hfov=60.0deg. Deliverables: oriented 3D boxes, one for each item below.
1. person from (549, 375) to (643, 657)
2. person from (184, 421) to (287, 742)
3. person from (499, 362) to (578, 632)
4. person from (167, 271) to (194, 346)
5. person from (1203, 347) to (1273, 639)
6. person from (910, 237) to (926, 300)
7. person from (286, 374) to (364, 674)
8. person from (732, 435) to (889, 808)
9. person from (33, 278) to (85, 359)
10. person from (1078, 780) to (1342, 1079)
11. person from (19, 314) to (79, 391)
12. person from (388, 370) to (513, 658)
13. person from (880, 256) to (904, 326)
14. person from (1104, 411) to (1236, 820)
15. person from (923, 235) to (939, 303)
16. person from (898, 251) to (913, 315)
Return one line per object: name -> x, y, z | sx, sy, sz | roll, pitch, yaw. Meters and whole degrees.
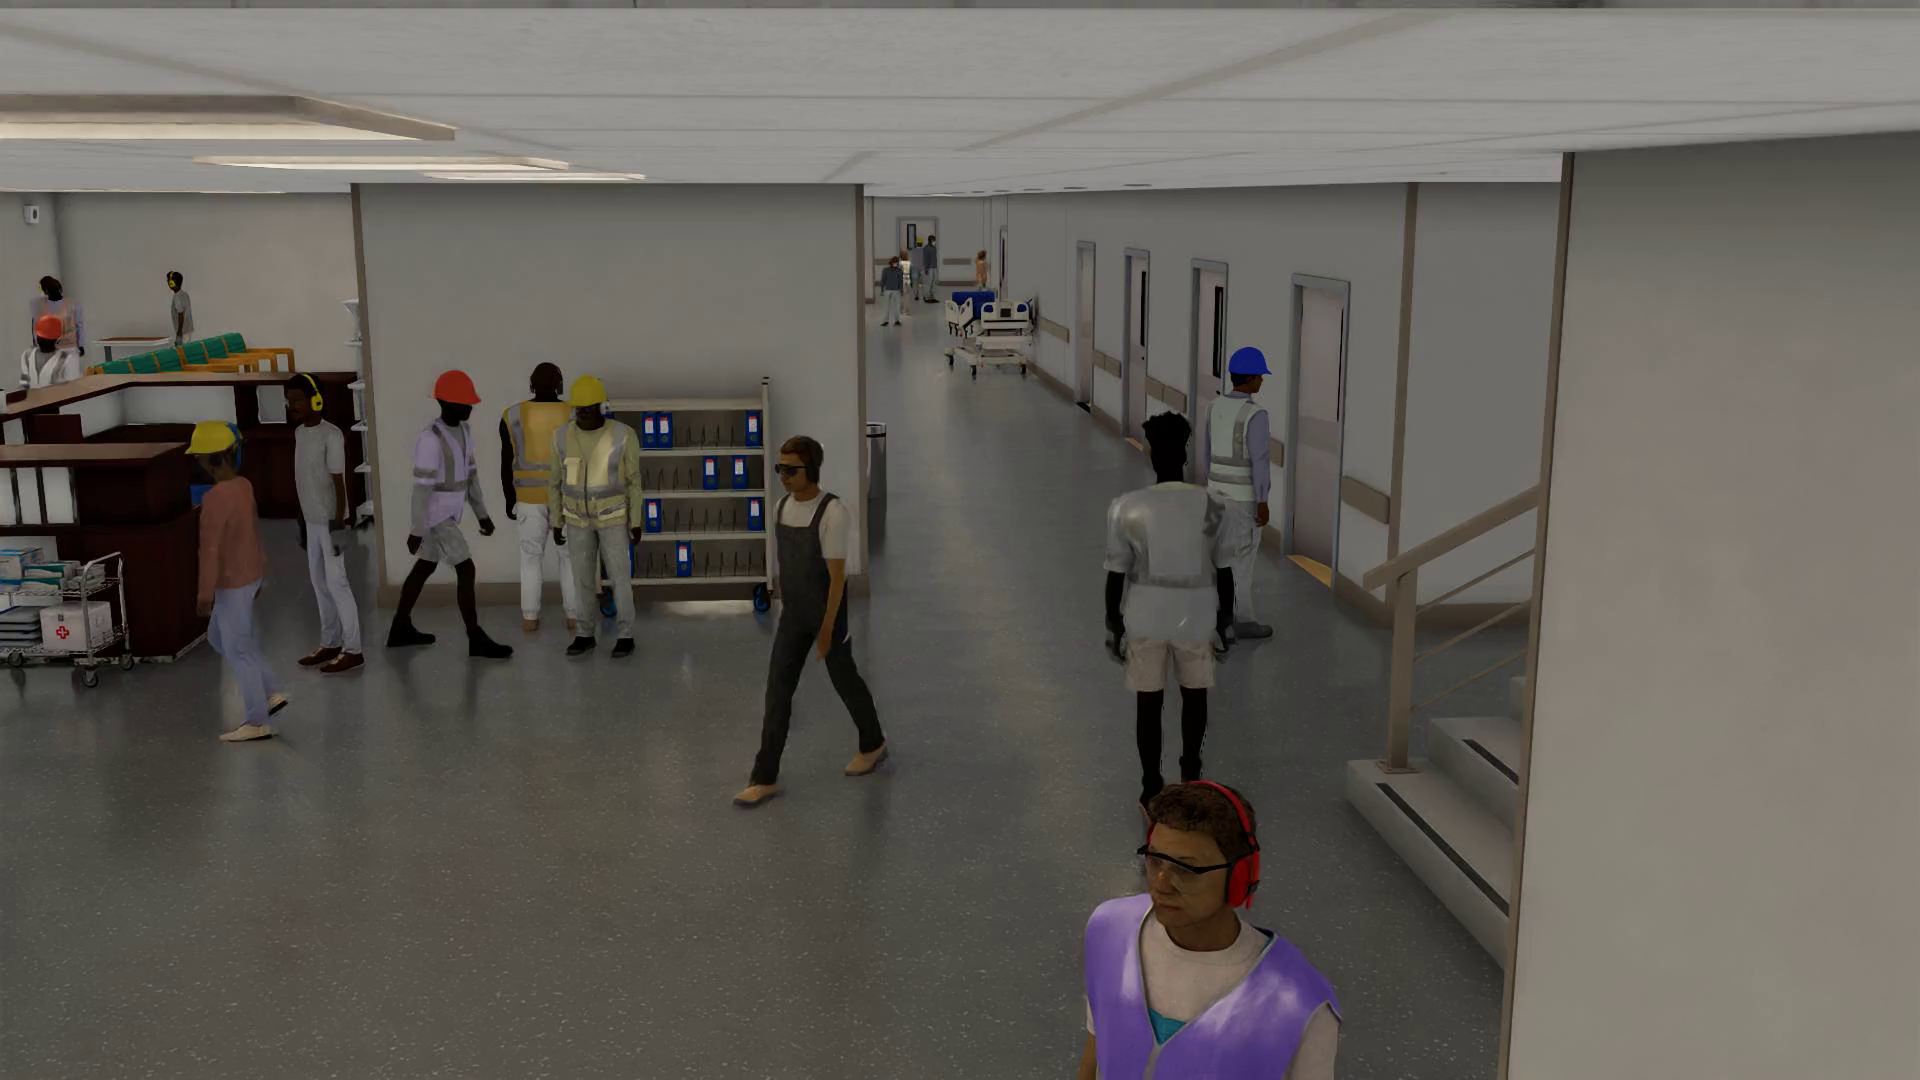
person -> -2.330, -0.149, 10.636 | 0.599, 1.822, 0.403 | 1, 12, 6
person -> -3.931, 0.232, 8.952 | 0.385, 1.754, 0.531 | -2, 12, -9
person -> -2.784, -0.289, 11.297 | 0.629, 1.837, 0.429 | -2, 12, -9
person -> -11.557, -3.051, 24.704 | 0.323, 1.865, 0.518 | -2, 12, -9
person -> 1.871, -0.316, 11.131 | 0.396, 1.946, 0.617 | -6, 13, -27
person -> -1.157, -7.913, 48.569 | 0.593, 1.830, 0.403 | 3, 12, 16
person -> -3.961, -0.104, 10.320 | 0.514, 1.861, 0.322 | 10, 15, 41
person -> -0.705, 0.368, 8.186 | 0.524, 1.800, 0.981 | 9, 14, 36
person -> -12.439, -2.687, 22.982 | 0.626, 1.843, 0.430 | -4, 12, -17
person -> 0.459, 1.345, 3.263 | 0.565, 1.850, 0.390 | 10, 15, 41
person -> -8.460, -1.196, 15.627 | 0.553, 1.876, 0.973 | 4, 12, 18
person -> -3.353, -0.165, 10.659 | 0.916, 1.867, 0.576 | 0, 12, 1
person -> -1.570, -5.787, 38.703 | 0.576, 1.616, 0.330 | 0, 12, 0
person -> 0.975, 0.376, 7.733 | 0.628, 1.950, 0.478 | 0, 12, 2
person -> -0.833, -7.699, 47.270 | 0.381, 1.929, 0.634 | 6, 13, 27
person -> -1.494, -6.552, 42.449 | 0.532, 1.598, 0.833 | -9, 15, -38
